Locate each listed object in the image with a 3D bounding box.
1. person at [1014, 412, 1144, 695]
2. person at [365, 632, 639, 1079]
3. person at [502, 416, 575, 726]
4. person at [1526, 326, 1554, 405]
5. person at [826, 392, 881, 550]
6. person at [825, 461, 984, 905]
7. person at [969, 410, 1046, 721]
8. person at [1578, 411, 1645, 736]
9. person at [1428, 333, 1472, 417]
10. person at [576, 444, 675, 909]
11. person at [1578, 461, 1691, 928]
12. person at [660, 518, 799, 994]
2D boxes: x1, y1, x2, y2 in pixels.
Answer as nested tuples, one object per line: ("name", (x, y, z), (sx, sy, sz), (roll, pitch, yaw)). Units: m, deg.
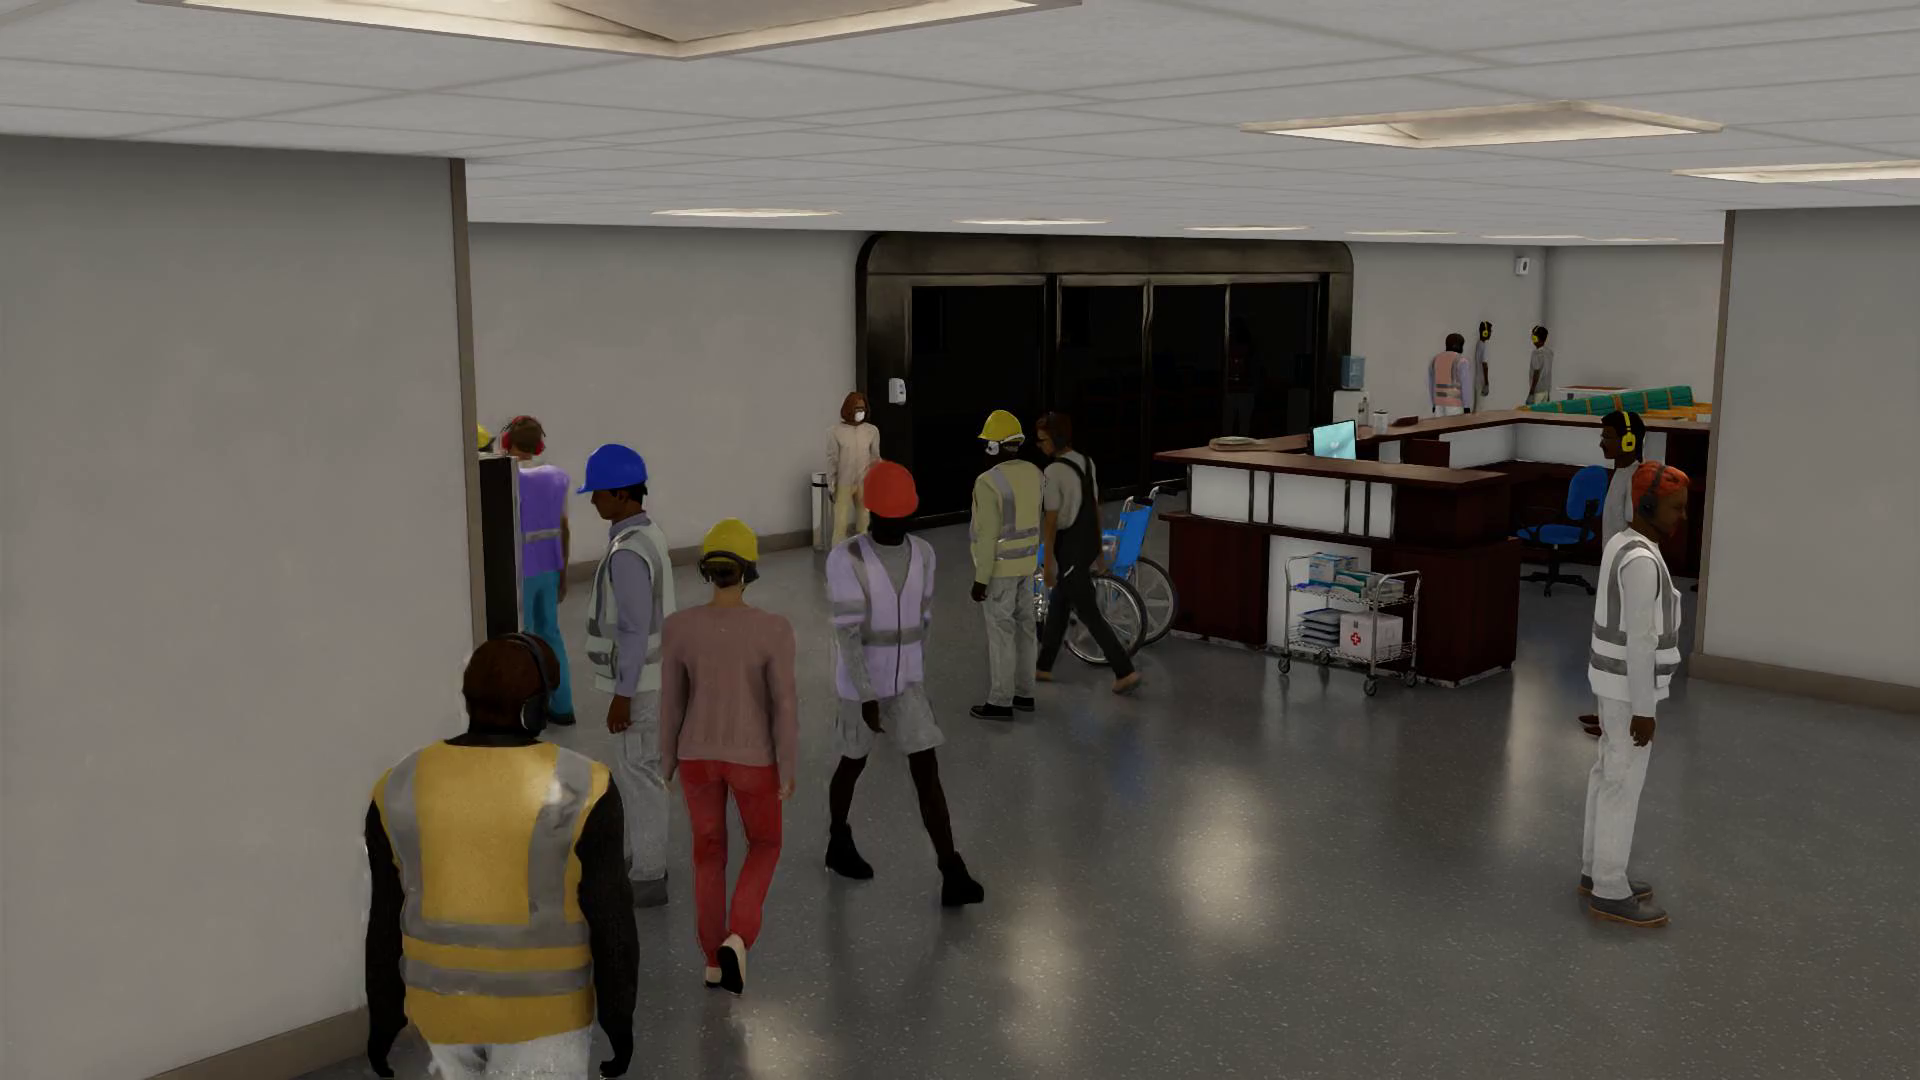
("person", (0.747, 0.083, 10.412), (0.969, 1.789, 0.565), (6, 11, 32))
("person", (-1.104, 1.132, 3.940), (0.661, 1.802, 0.873), (1, 9, 7))
("person", (-2.454, 0.218, 9.469), (0.416, 1.828, 0.610), (7, 12, 37))
("person", (8.055, -2.040, 23.159), (0.523, 1.865, 0.317), (-9, 13, -42))
("person", (-0.899, -0.446, 14.127), (0.504, 1.628, 0.284), (-5, 10, -27))
("person", (-0.289, 0.597, 6.997), (0.536, 1.866, 0.993), (-6, 11, -31))
("person", (0.257, 0.152, 9.812), (0.404, 1.834, 0.592), (7, 12, 36))
("person", (3.762, 0.194, 9.478), (0.326, 1.862, 0.507), (2, 10, 14))
("person", (6.310, -1.730, 21.349), (0.430, 1.838, 0.619), (-6, 11, -34))
("person", (-1.375, 0.563, 6.950), (0.391, 1.944, 0.603), (-1, 9, -7))
("person", (2.753, 0.617, 6.809), (0.338, 1.880, 0.585), (2, 10, 14))
("person", (-0.853, 0.805, 6.043), (0.541, 1.753, 0.535), (2, 9, 10))
